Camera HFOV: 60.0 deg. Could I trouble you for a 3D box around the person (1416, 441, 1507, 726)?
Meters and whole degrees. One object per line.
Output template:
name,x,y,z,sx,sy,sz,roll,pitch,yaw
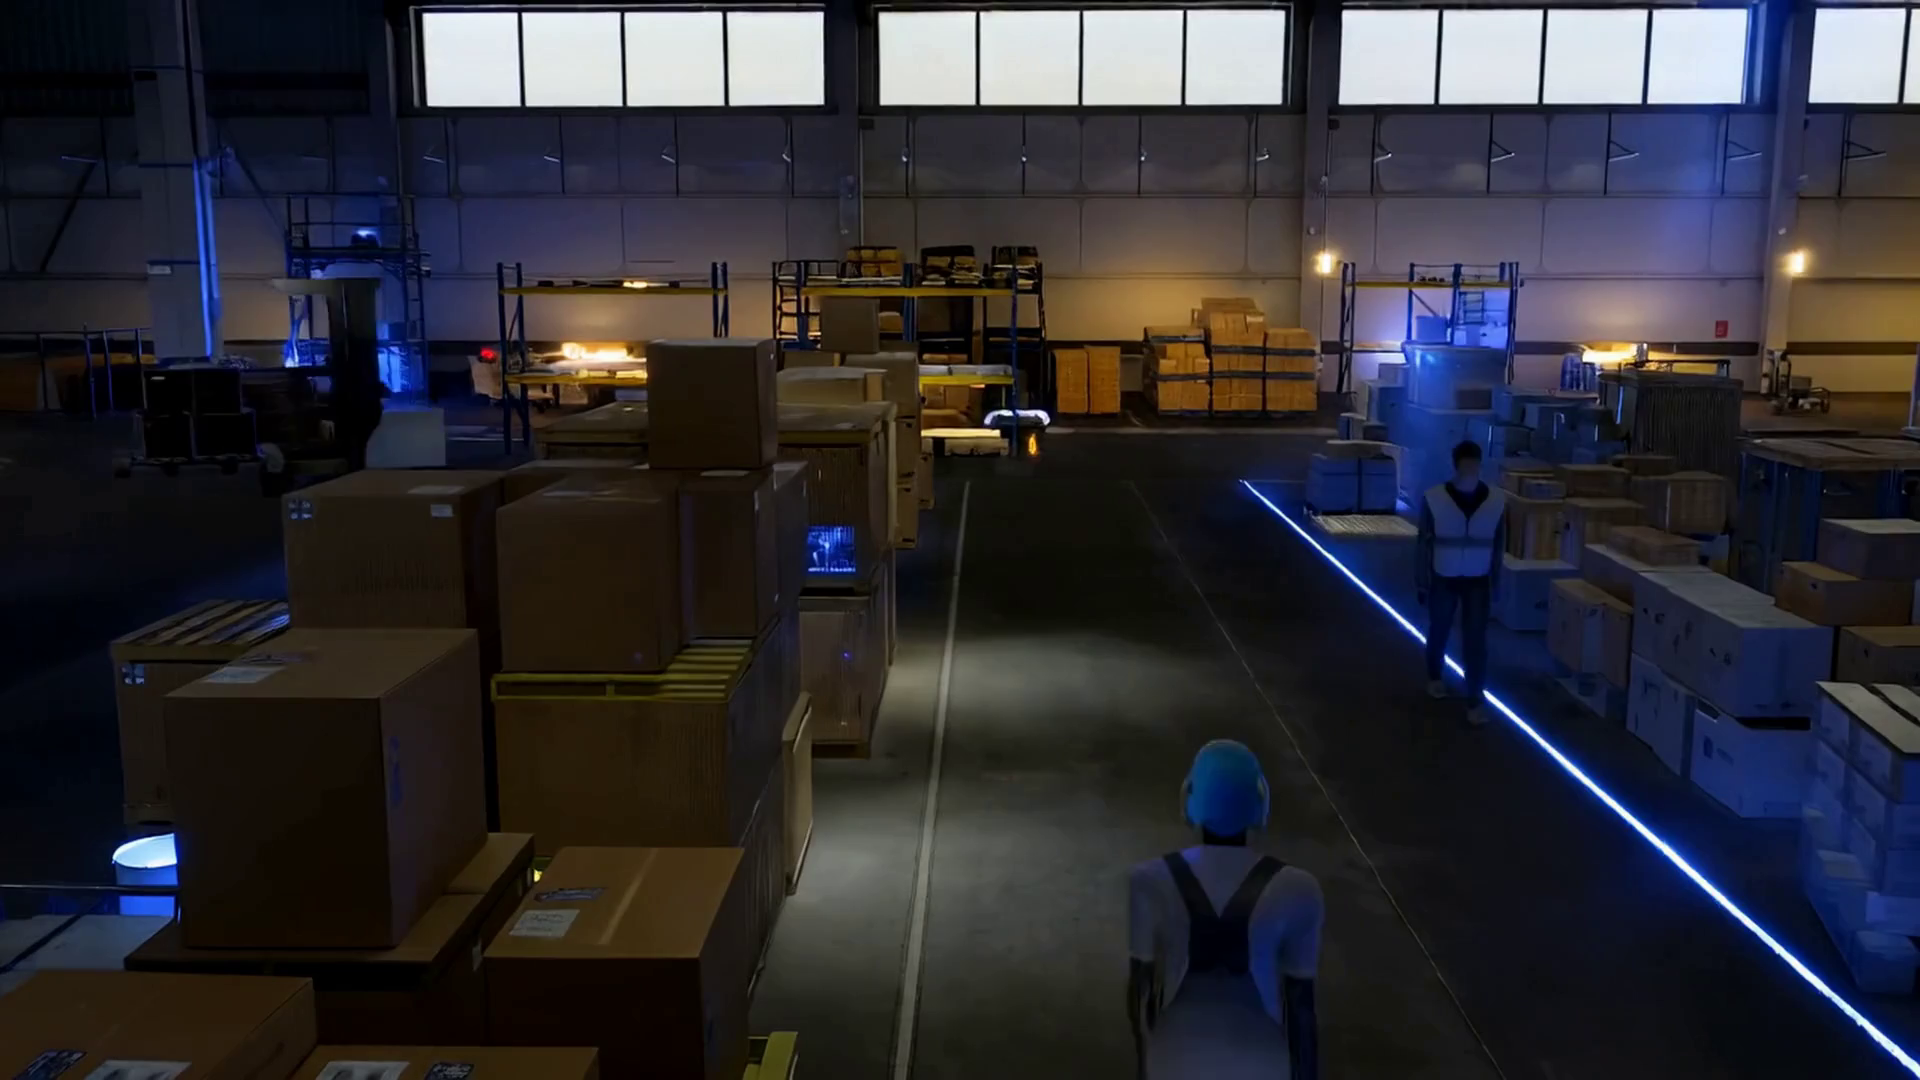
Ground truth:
person,3.364,0.250,11.224,0.598,1.862,1.021,1,9,4

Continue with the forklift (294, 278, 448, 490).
forklift,-7.896,-2.082,22.107,1.873,2.768,1.129,-4,10,-25

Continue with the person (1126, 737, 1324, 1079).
person,0.701,1.405,4.451,0.516,1.795,0.964,2,10,14
